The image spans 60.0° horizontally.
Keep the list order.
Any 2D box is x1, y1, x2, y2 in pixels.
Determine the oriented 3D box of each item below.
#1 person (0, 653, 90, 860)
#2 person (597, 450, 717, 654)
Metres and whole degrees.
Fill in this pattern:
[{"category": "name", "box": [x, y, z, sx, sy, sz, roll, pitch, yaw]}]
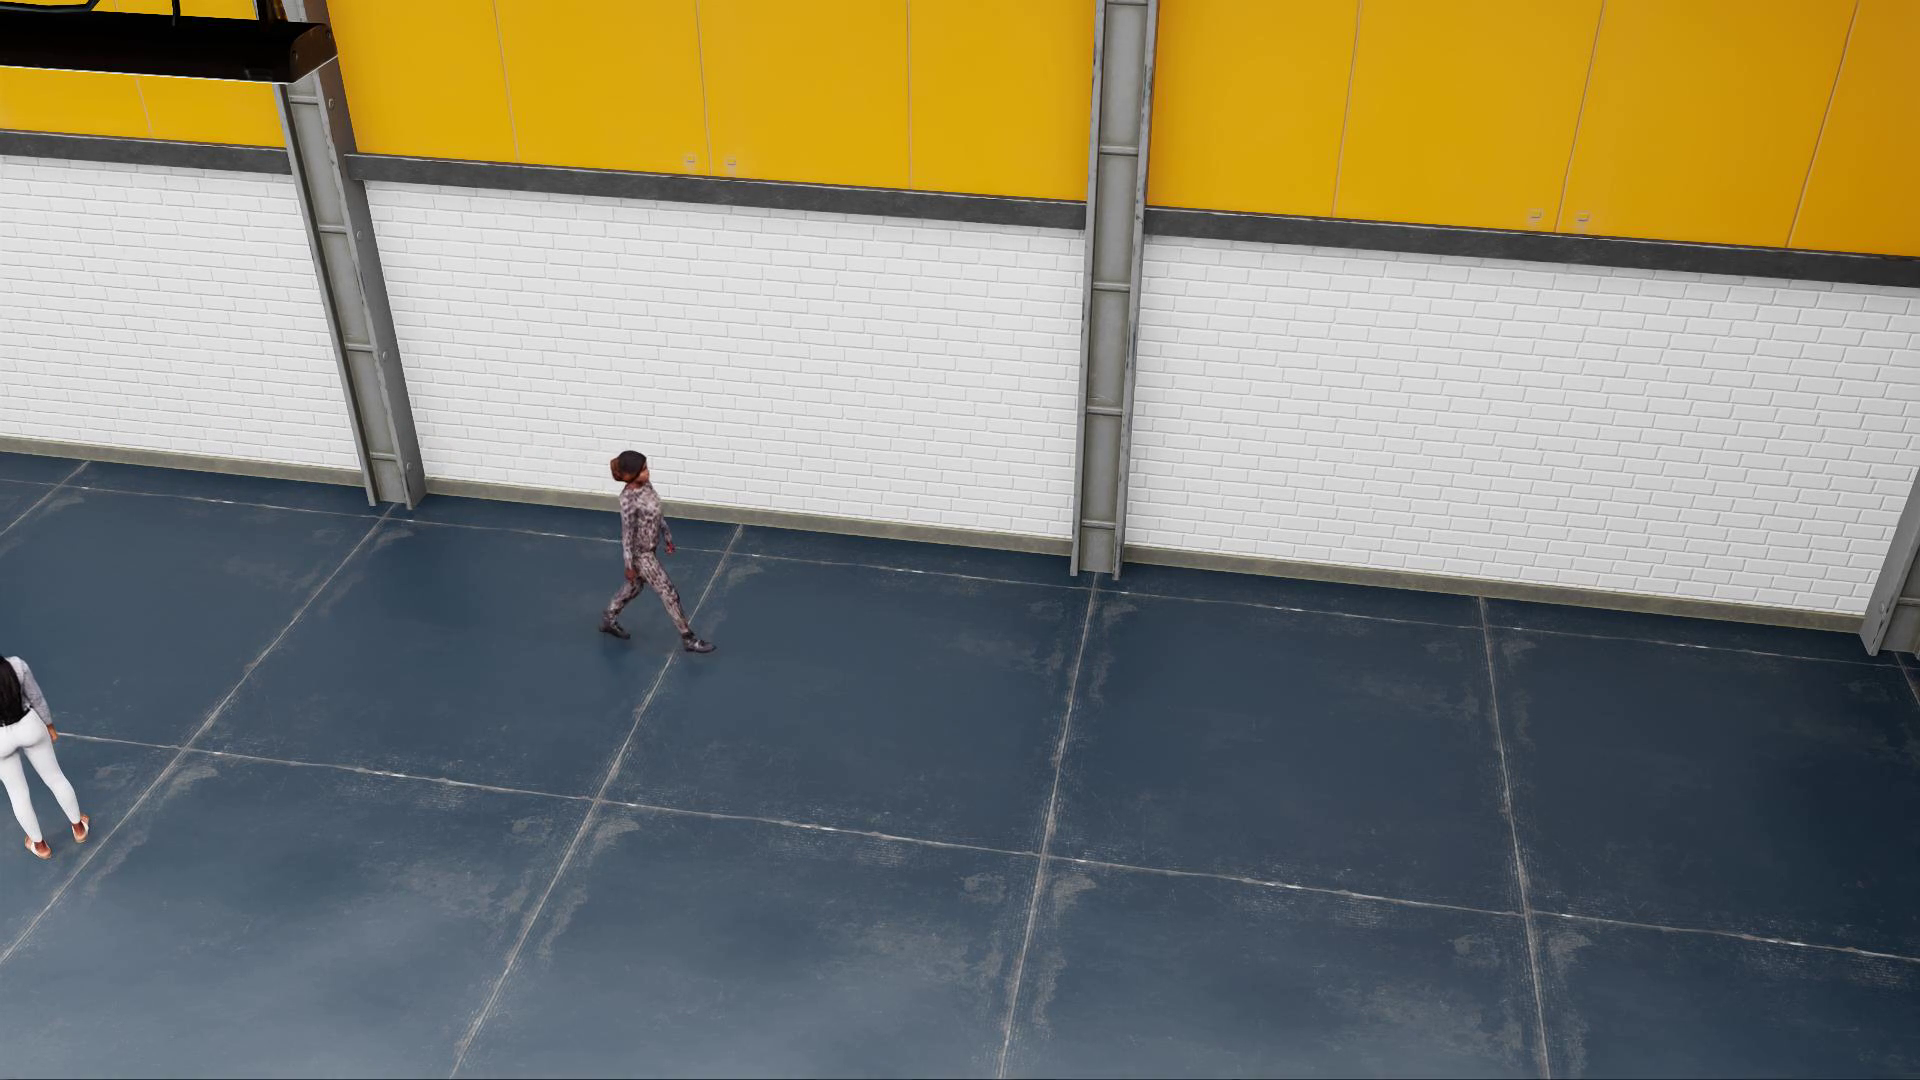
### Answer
[{"category": "person", "box": [-5.834, 1.237, 10.282, 0.672, 1.725, 0.715, -25, 41, -32]}, {"category": "person", "box": [-2.365, 0.102, 12.037, 1.152, 1.670, 0.611, 7, 34, 11]}]
